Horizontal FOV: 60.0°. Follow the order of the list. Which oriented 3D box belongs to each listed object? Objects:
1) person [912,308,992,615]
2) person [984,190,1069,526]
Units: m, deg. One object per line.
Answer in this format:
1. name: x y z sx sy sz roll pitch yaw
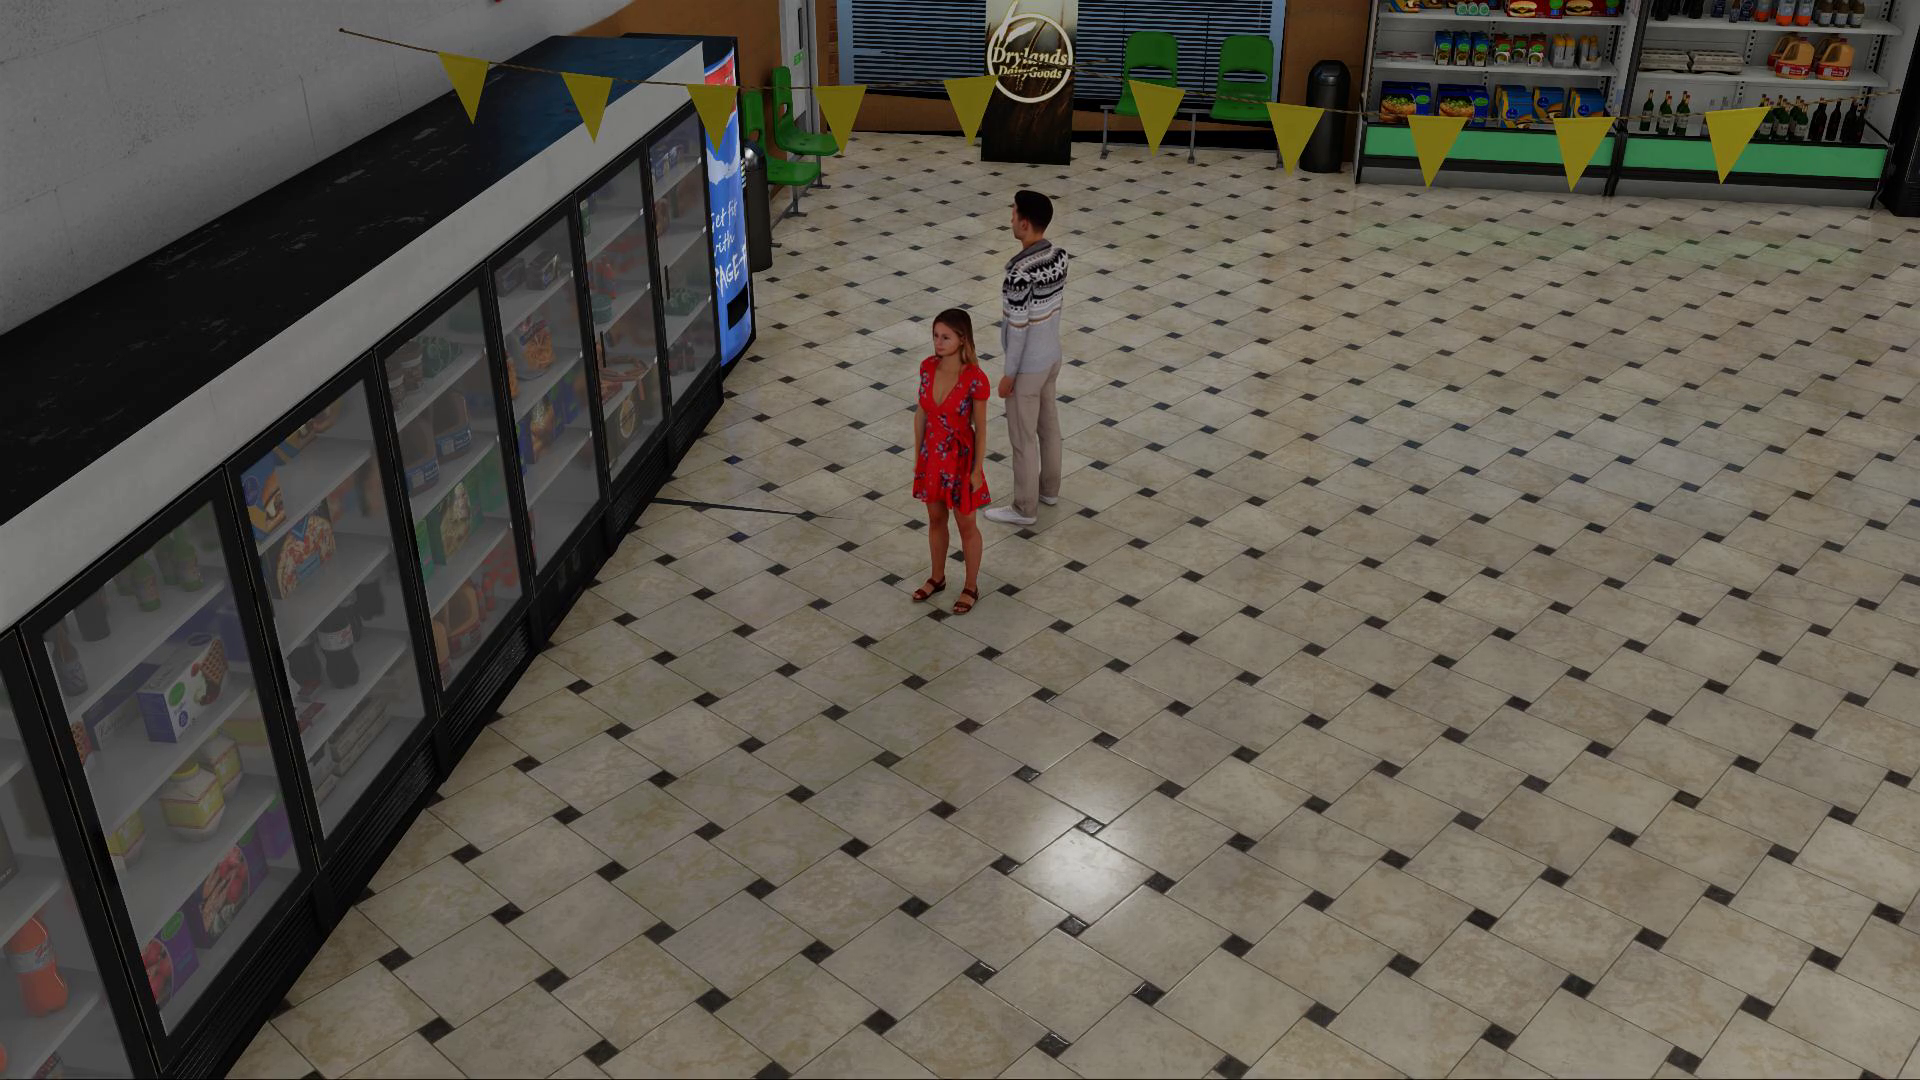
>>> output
1. person: -0.036 -0.393 8.227 0.600 1.593 0.707 18 33 29
2. person: 0.395 -0.982 9.027 0.701 1.861 0.753 16 32 26
